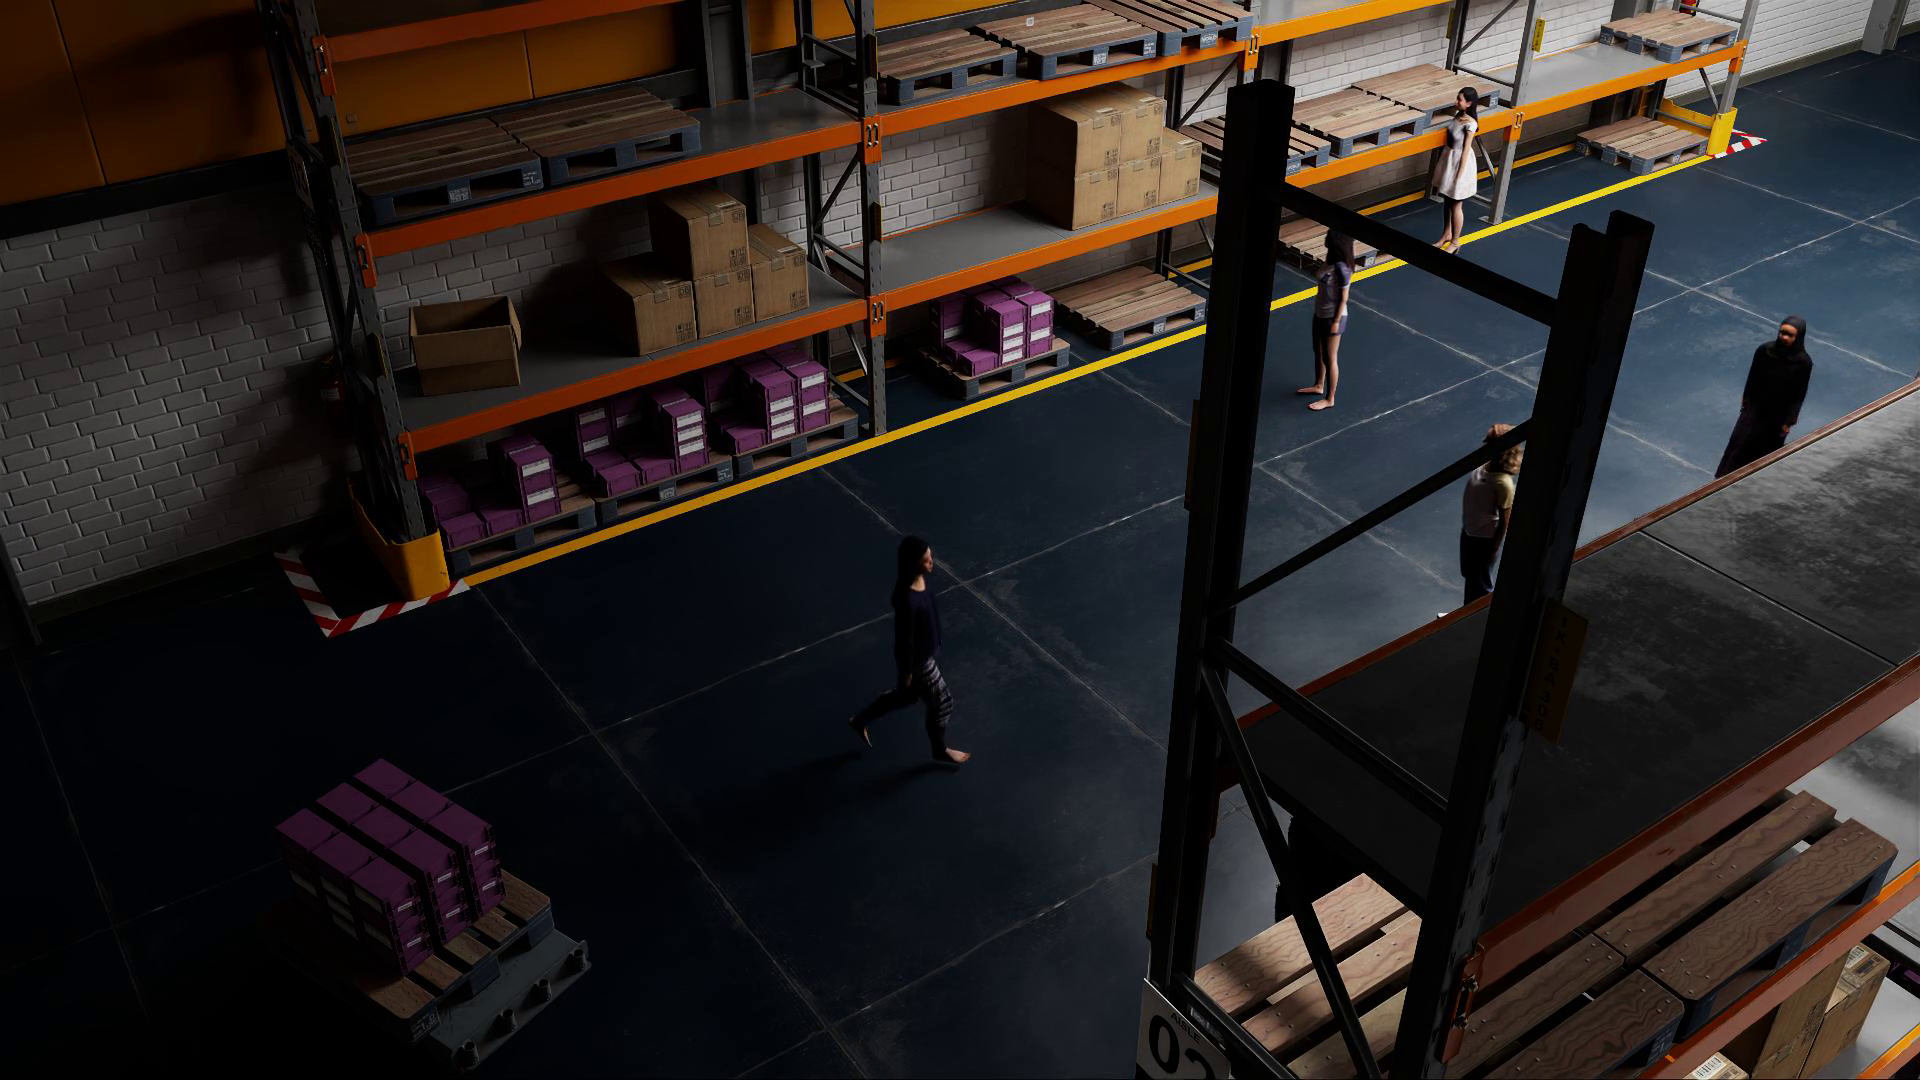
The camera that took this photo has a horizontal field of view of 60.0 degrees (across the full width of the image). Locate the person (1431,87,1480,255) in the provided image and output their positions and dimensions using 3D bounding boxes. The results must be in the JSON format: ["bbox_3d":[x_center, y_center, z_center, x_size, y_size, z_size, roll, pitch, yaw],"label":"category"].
[{"bbox_3d":[5.086,-3.774,17.043,0.799,1.769,0.775,-3,34,-4],"label":"person"}]

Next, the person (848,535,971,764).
[{"bbox_3d":[-0.353,0.693,10.379,1.105,1.707,0.977,1,34,2],"label":"person"}]

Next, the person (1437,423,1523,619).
[{"bbox_3d":[3.614,-0.042,11.472,0.719,1.722,0.710,-2,34,-2],"label":"person"}]

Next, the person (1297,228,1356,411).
[{"bbox_3d":[3.191,-1.951,14.358,0.660,1.706,0.670,-5,34,-8],"label":"person"}]

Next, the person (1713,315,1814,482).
[{"bbox_3d":[6.431,-1.062,13.106,0.796,1.611,1.073,24,41,32],"label":"person"}]
